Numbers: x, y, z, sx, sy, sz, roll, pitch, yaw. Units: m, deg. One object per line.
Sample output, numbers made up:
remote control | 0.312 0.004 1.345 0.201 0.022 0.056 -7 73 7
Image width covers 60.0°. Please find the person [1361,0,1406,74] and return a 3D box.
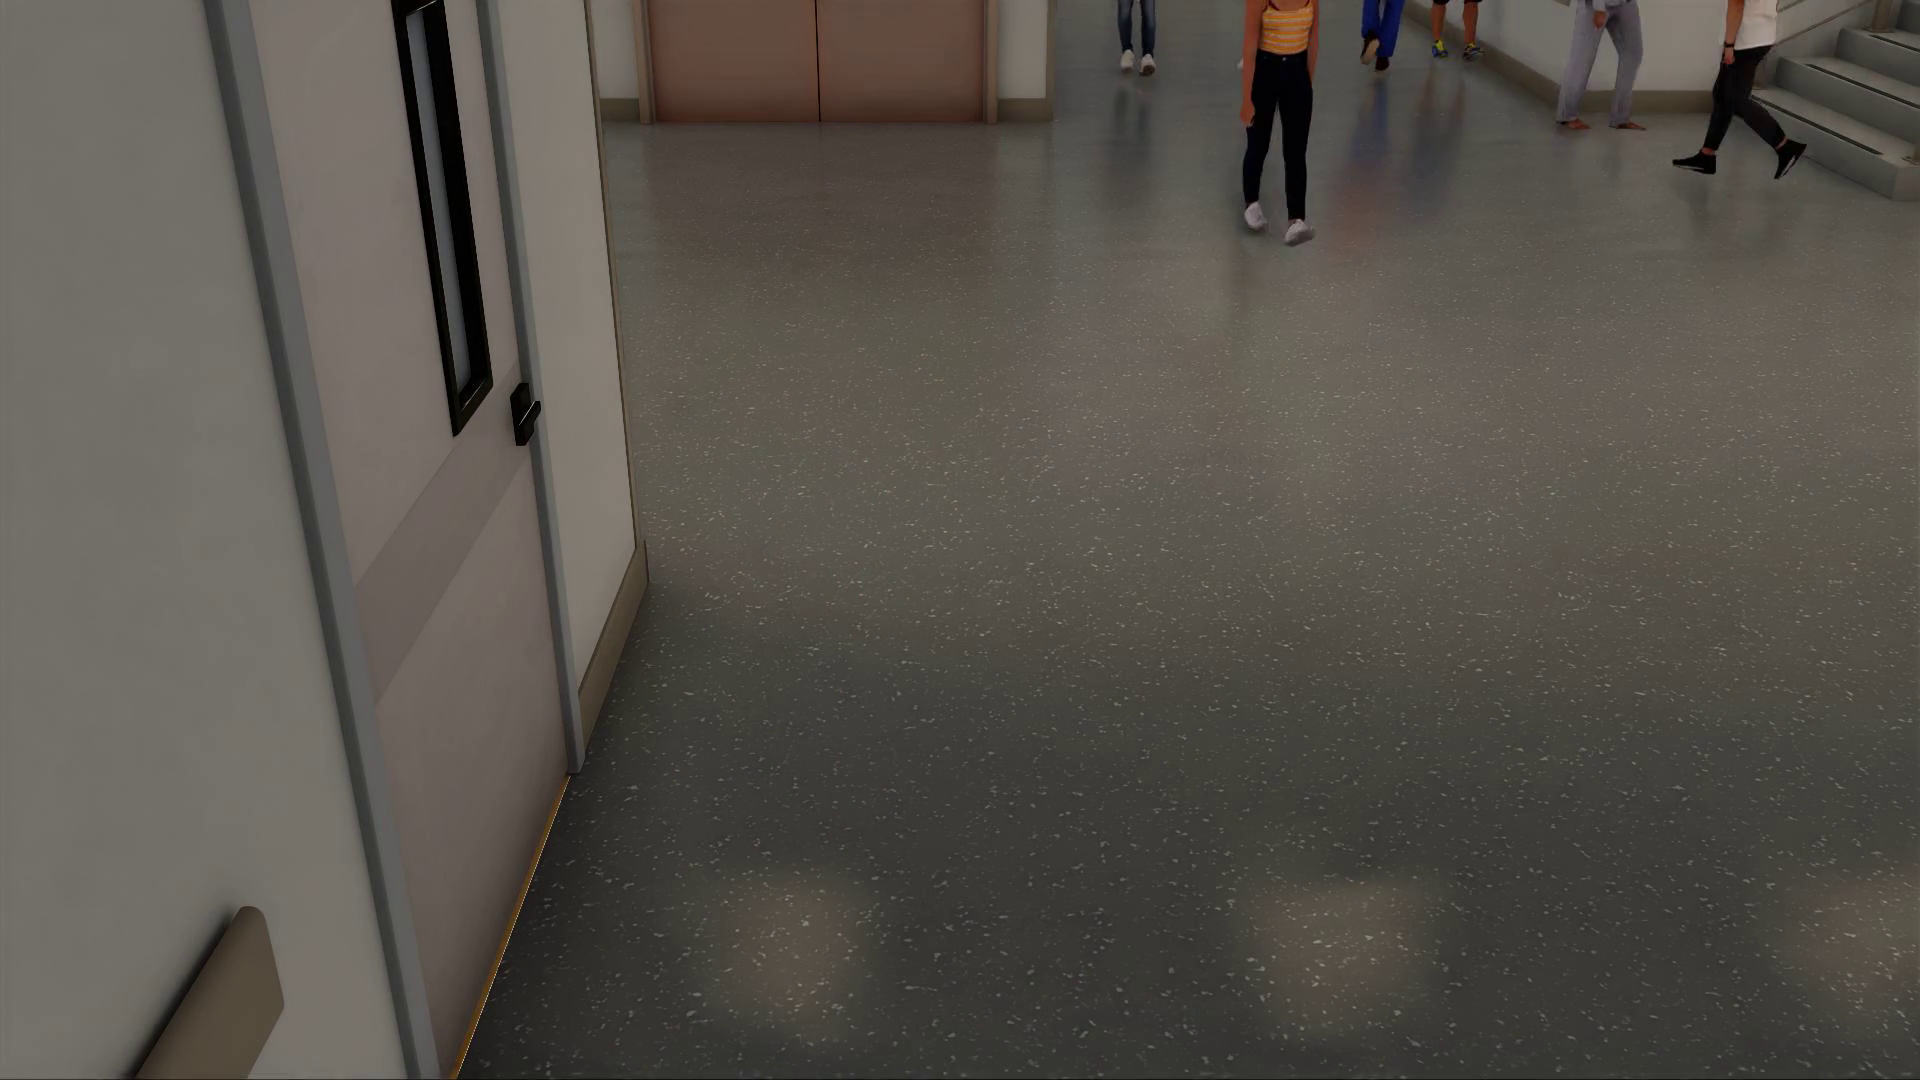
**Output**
person | 3.434 -4.657 13.243 0.911 1.853 0.891 7 27 14

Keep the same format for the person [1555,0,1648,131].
person | 4.355 -3.681 11.380 0.952 1.714 0.955 -13 29 -25

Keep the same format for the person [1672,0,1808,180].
person | 4.766 -2.969 9.899 1.082 1.686 1.139 -22 33 -38

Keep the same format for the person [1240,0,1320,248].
person | 1.650 -2.393 8.851 1.075 1.589 0.763 -4 26 -8

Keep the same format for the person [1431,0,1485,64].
person | 4.122 -4.940 13.844 0.982 1.840 0.683 0 26 0
